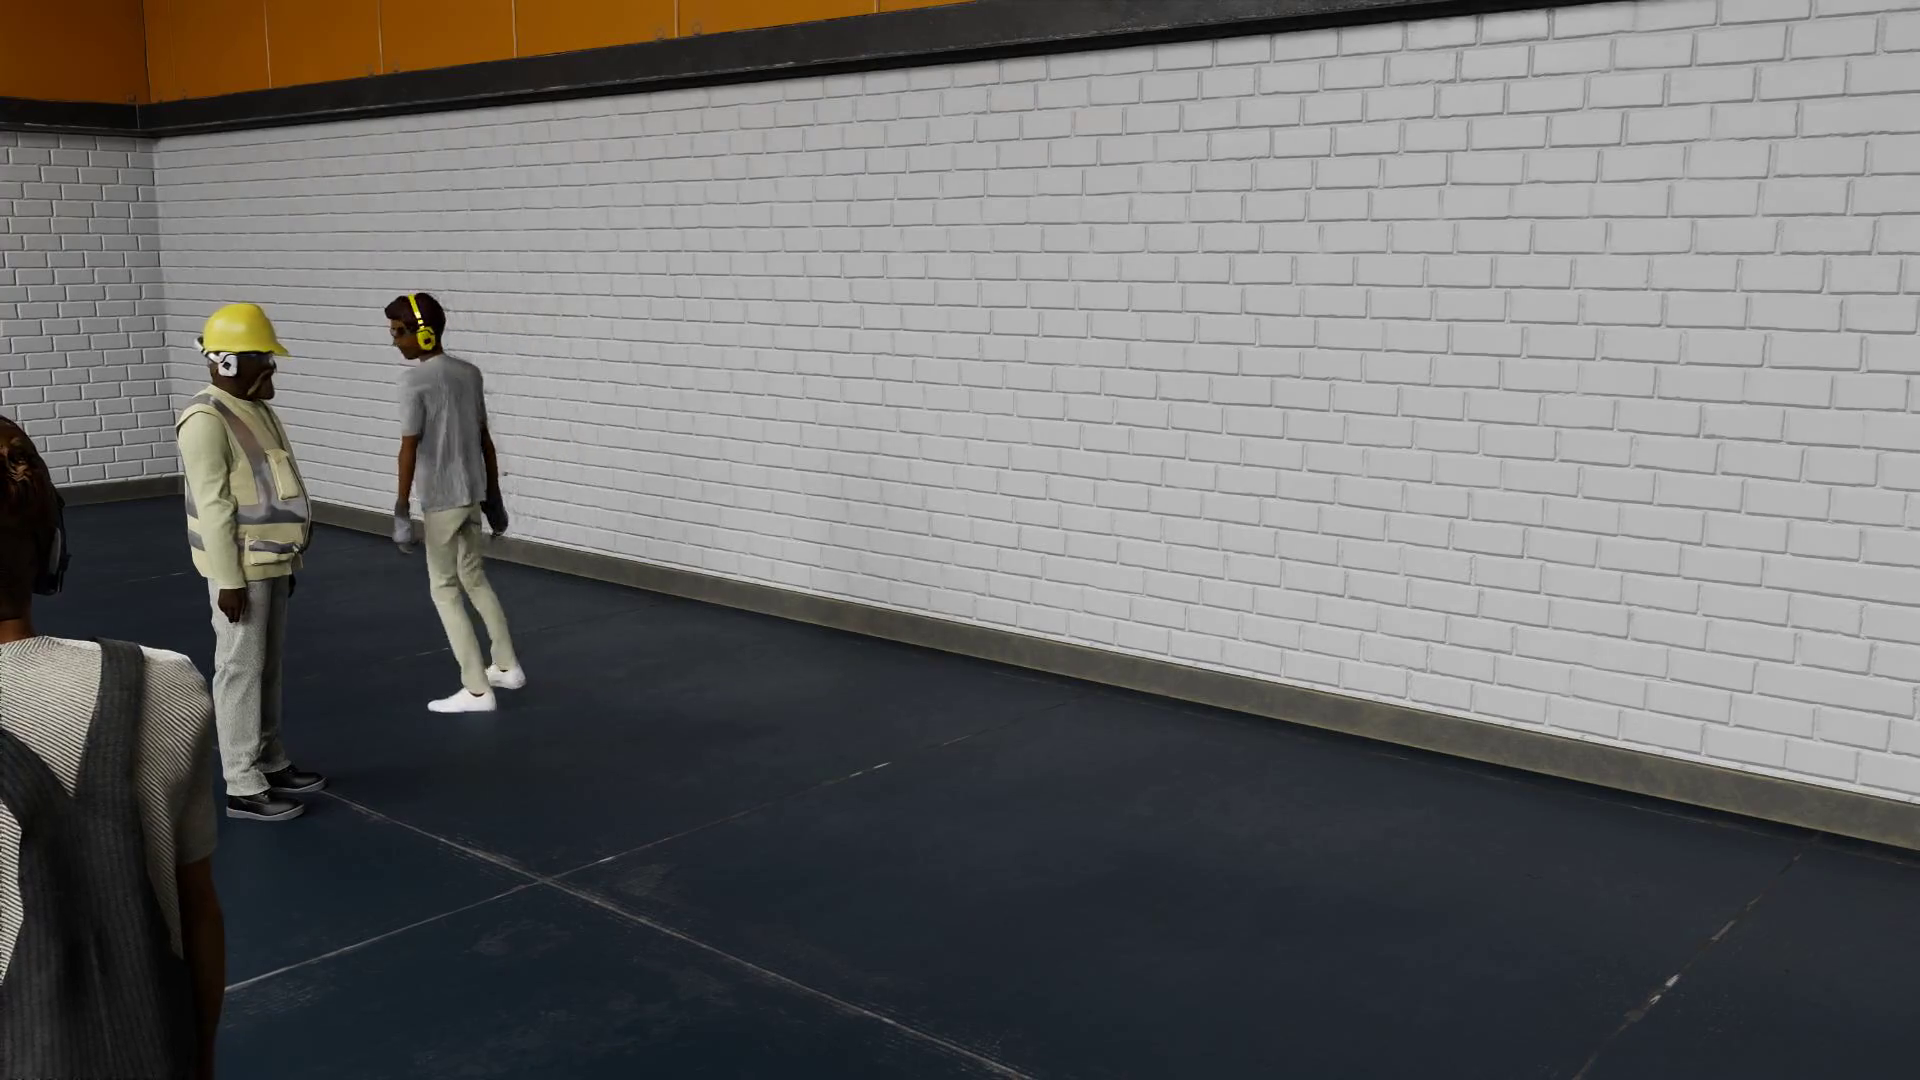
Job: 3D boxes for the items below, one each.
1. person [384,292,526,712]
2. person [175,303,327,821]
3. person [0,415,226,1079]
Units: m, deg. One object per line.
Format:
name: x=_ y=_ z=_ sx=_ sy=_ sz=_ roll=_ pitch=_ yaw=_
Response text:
person: x=-2.209 y=-0.146 z=7.216 sx=0.390 sy=1.830 sz=0.650 roll=4 pitch=11 yaw=22
person: x=-2.527 y=0.074 z=5.954 sx=0.404 sy=1.832 sz=0.589 roll=-1 pitch=10 yaw=-6
person: x=-1.113 y=0.759 z=2.016 sx=0.350 sy=1.847 sz=0.506 roll=6 pitch=11 yaw=29
